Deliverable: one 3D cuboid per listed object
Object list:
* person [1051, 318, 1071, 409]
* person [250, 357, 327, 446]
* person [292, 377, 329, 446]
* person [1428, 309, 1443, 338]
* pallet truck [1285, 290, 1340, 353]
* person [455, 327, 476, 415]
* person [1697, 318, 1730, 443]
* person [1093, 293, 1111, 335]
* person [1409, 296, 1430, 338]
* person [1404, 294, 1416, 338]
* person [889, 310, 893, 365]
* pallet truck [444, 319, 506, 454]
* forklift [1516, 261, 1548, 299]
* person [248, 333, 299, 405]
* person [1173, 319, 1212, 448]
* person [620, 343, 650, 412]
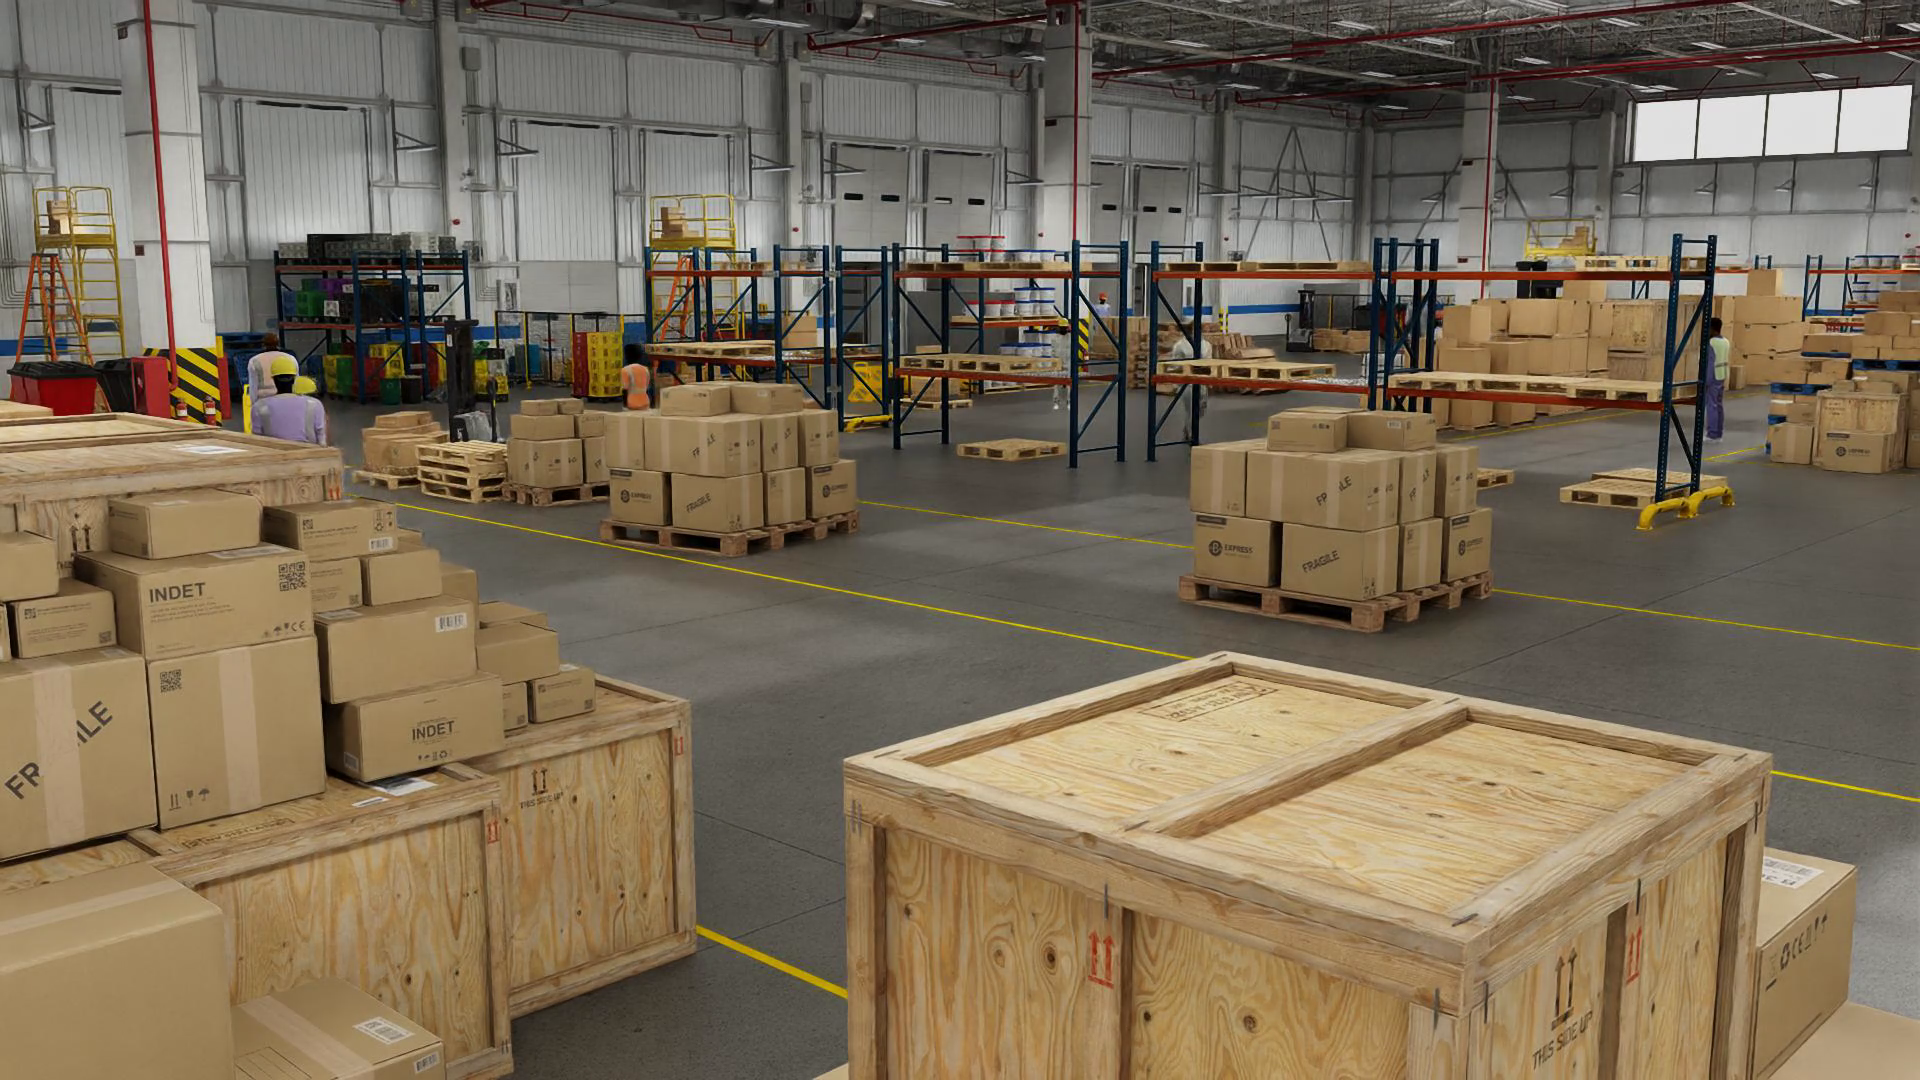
[{"bbox_3d":[1.949,-3.331,31.468,0.485,1.737,0.320,2,9,10],"label":"person"},{"bbox_3d":[-5.674,-0.589,14.107,0.592,1.917,0.402,-4,10,-22],"label":"person"},{"bbox_3d":[-5.694,-0.578,14.663,0.937,1.713,0.531,-4,10,-23],"label":"person"},{"bbox_3d":[8.699,-3.223,30.245,0.614,1.918,0.556,9,13,44],"label":"person"},{"bbox_3d":[11.297,-6.951,52.861,1.885,1.965,0.823,-5,11,-29],"label":"pallet truck"},{"bbox_3d":[-8.002,-2.612,26.728,0.328,1.842,0.516,4,10,21],"label":"person"},{"bbox_3d":[11.555,-2.440,25.462,0.590,1.914,0.391,-8,12,-41],"label":"person"},{"bbox_3d":[4.371,-6.641,51.182,0.543,1.929,0.386,-1,9,-8],"label":"person"},{"bbox_3d":[12.977,-5.918,46.852,0.638,1.884,1.010,4,10,23],"label":"person"},{"bbox_3d":[14.403,-6.863,52.694,0.613,1.868,0.520,-1,9,-4],"label":"person"},{"bbox_3d":[-1.715,-5.256,43.591,0.314,1.634,0.516,3,10,19],"label":"person"},{"bbox_3d":[-6.981,-1.942,22.150,1.885,1.965,0.823,1,9,9],"label":"pallet truck"},{"bbox_3d":[12.924,-4.937,37.813,1.873,2.768,1.129,9,13,43],"label":"forklift"},{"bbox_3d":[-8.781,-1.733,21.358,0.622,1.842,0.429,-4,10,-23],"label":"person"},{"bbox_3d":[3.466,-2.332,24.789,0.646,1.918,0.810,-3,10,-19],"label":"person"},{"bbox_3d":[-4.392,-1.770,22.082,0.806,1.662,0.554,6,11,34],"label":"person"}]
